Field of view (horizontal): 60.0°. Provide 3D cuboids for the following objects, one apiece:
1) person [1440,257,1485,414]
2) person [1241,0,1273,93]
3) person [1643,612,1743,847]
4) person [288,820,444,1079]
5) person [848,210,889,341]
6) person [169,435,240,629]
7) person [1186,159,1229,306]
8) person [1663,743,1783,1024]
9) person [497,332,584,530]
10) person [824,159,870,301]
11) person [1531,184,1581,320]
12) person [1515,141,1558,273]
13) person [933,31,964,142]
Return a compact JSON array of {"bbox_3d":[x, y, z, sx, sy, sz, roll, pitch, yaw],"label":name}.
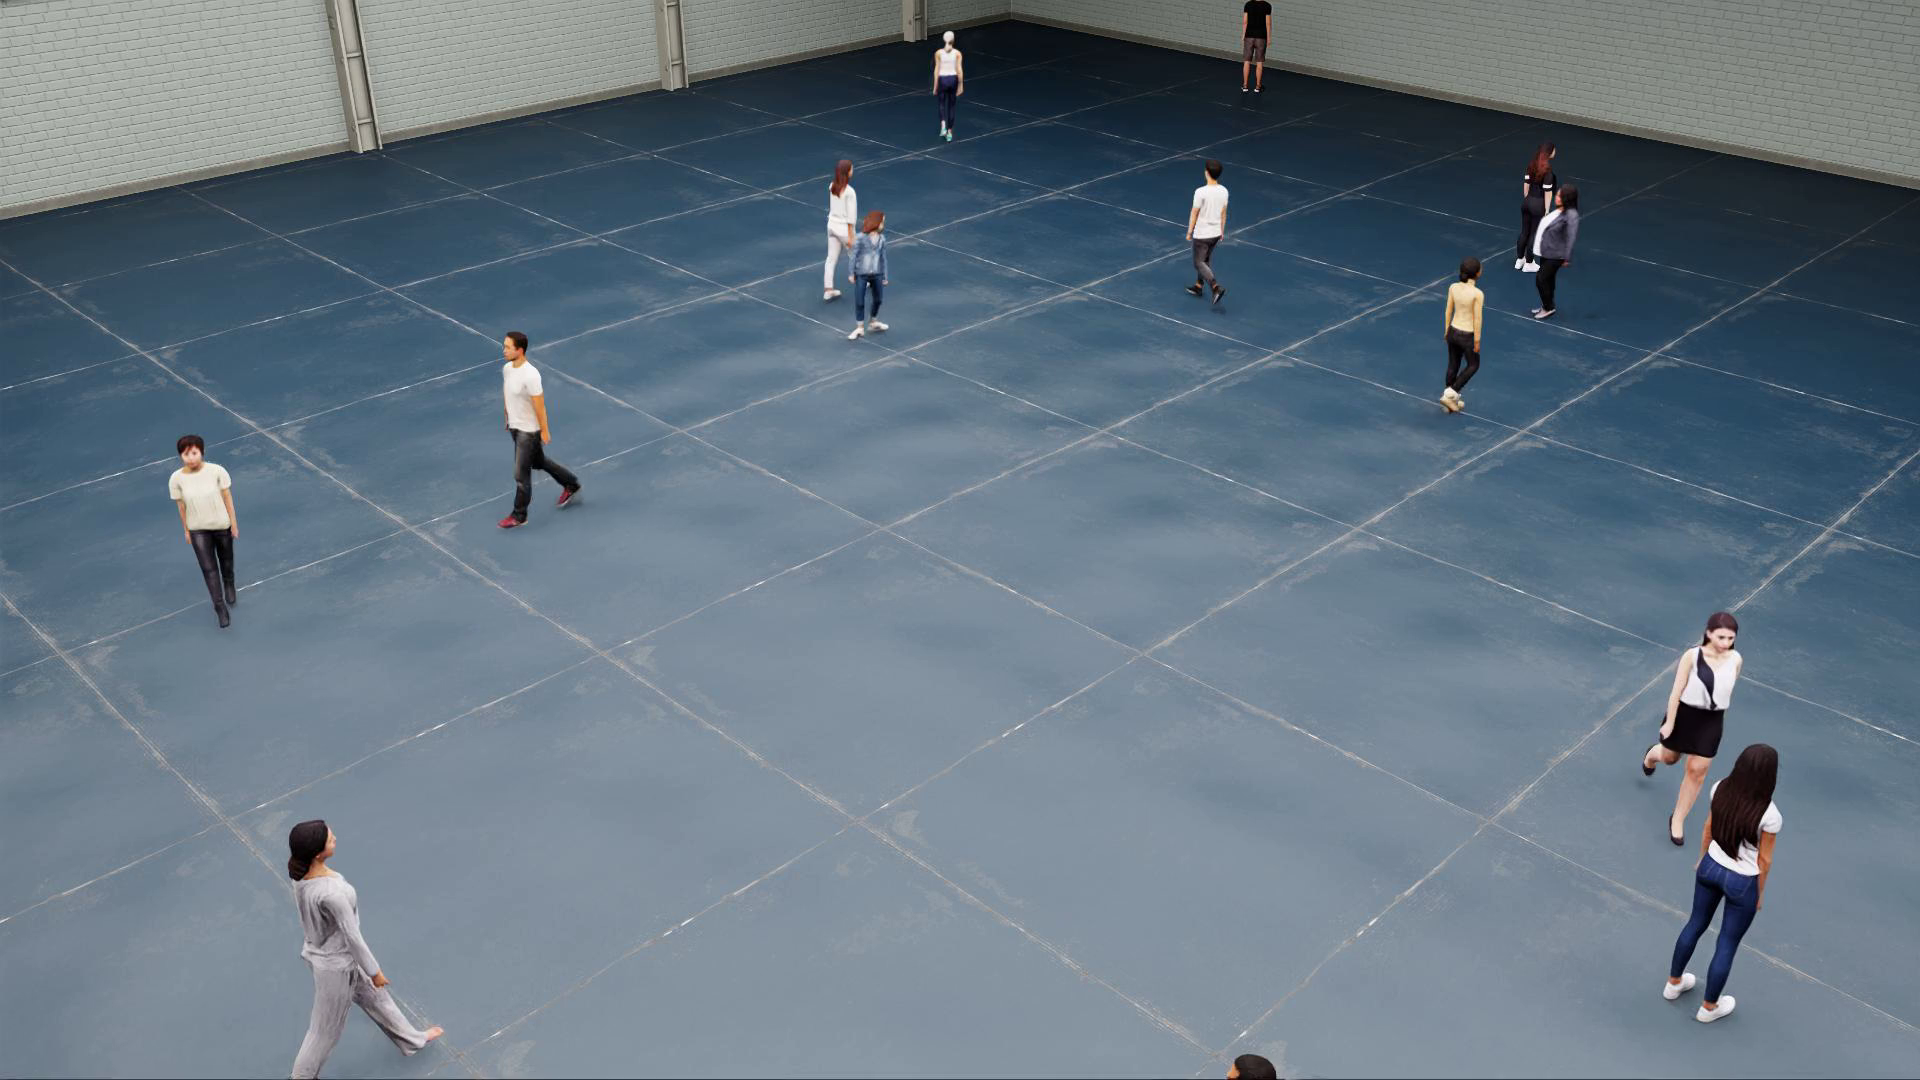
[{"bbox_3d":[5.023,-2.035,16.764,0.727,1.653,0.649,-19,33,-31],"label":"person"},{"bbox_3d":[5.229,-8.904,29.442,0.771,1.861,0.761,8,29,15],"label":"person"},{"bbox_3d":[4.737,1.152,10.808,0.960,1.626,1.038,2,28,3],"label":"person"},{"bbox_3d":[-3.323,2.256,8.634,1.125,1.722,0.654,-23,35,-36],"label":"person"},{"bbox_3d":[-1.096,-2.992,18.769,0.526,1.458,0.786,-8,29,-15],"label":"person"},{"bbox_3d":[-5.979,-0.119,13.280,1.005,1.547,0.886,-13,31,-22],"label":"person"},{"bbox_3d":[2.954,-3.632,19.709,0.999,1.704,0.815,-16,32,-28],"label":"person"},{"bbox_3d":[4.269,1.897,9.253,0.628,1.773,0.644,-14,31,-24],"label":"person"},{"bbox_3d":[-3.742,-1.009,14.715,1.131,1.768,0.695,-22,35,-35],"label":"person"},{"bbox_3d":[-1.464,-3.662,19.836,0.684,1.637,1.098,20,34,33],"label":"person"},{"bbox_3d":[6.967,-3.344,19.296,0.855,1.584,0.795,0,28,-1],"label":"person"},{"bbox_3d":[7.207,-4.180,20.808,0.702,1.639,0.692,-11,30,-20],"label":"person"},{"bbox_3d":[-0.192,-7.177,26.382,0.760,1.689,0.819,0,28,0],"label":"person"}]
